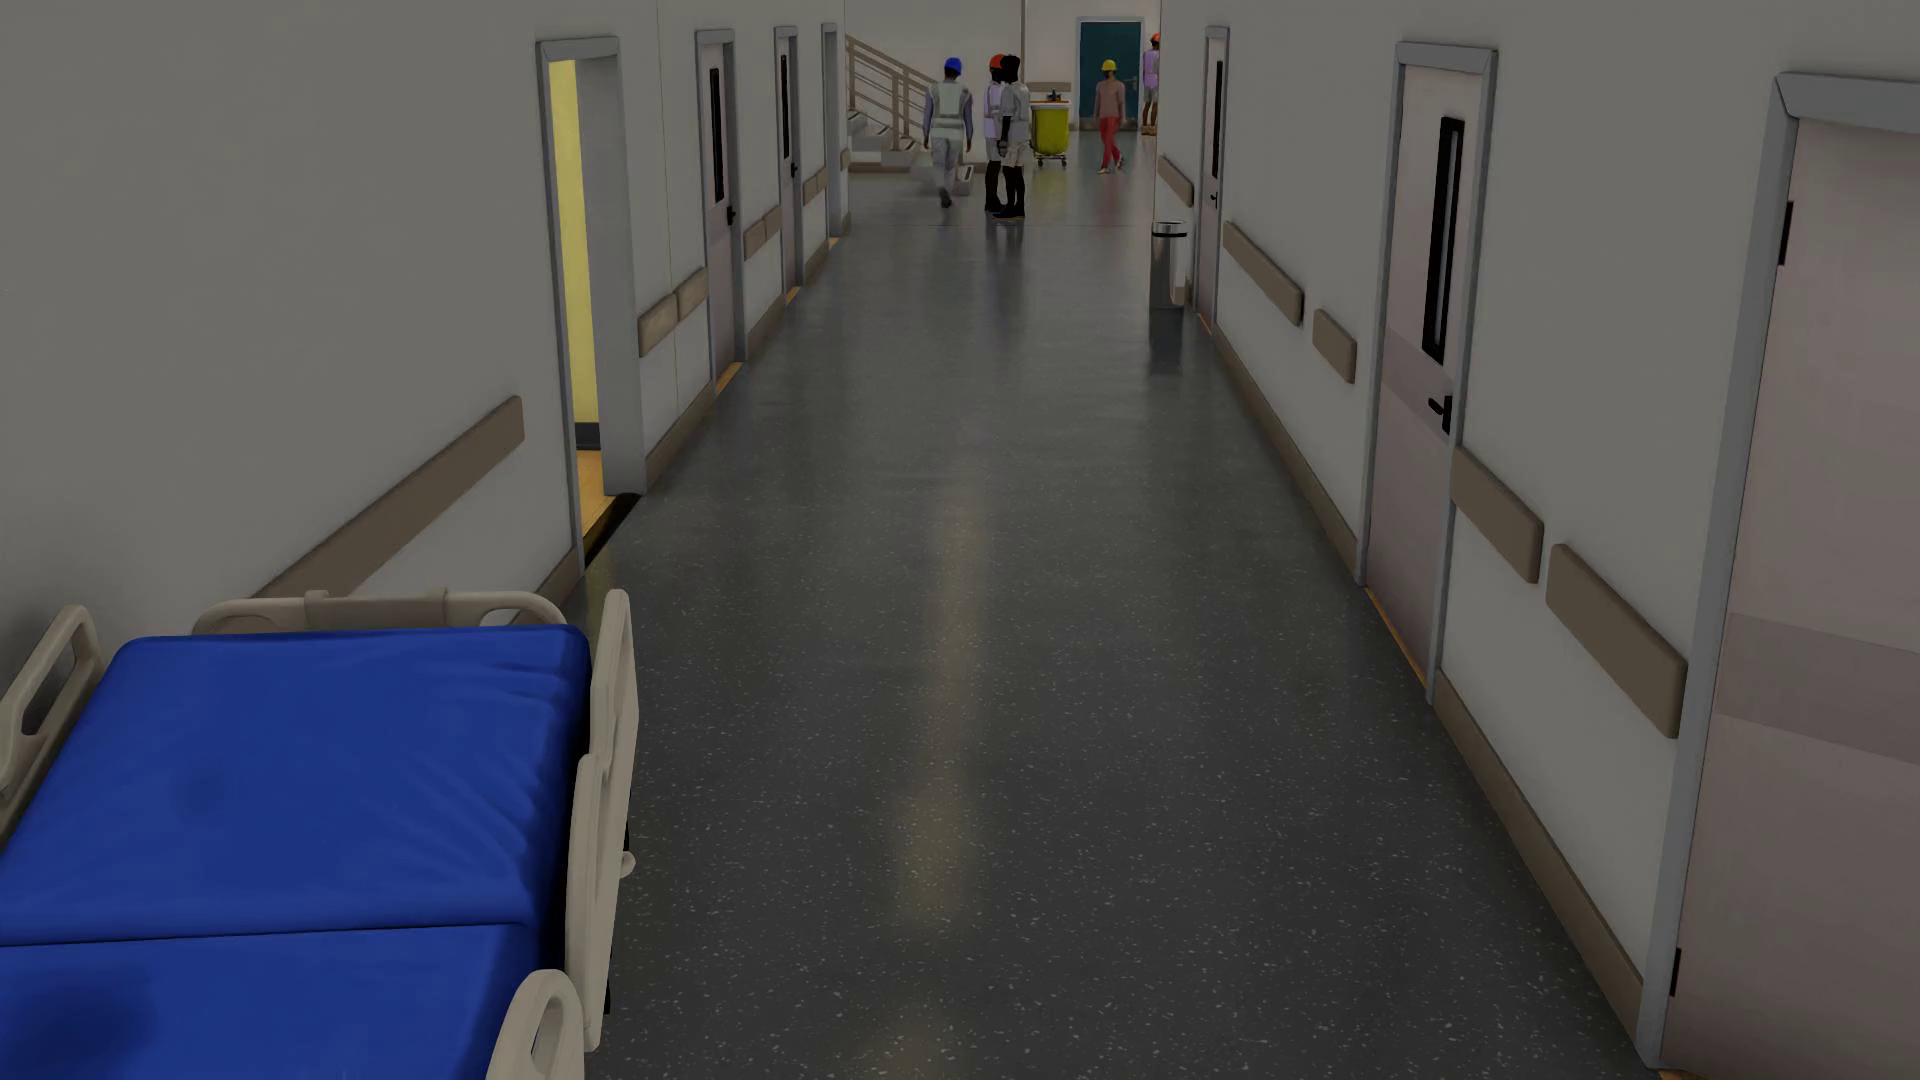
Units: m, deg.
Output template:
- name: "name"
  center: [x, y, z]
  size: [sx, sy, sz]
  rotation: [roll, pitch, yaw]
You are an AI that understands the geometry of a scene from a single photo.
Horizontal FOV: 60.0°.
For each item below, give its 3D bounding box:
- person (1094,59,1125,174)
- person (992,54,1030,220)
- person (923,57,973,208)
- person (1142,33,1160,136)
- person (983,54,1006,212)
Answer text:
- name: "person"
  center: [2.371, -6.633, 26.040]
  size: [0.534, 1.740, 0.811]
  rotation: [14, 22, 37]
- name: "person"
  center: [0.634, -4.861, 20.124]
  size: [0.388, 1.951, 0.619]
  rotation: [8, 19, 23]
- name: "person"
  center: [-0.150, -5.128, 21.060]
  size: [0.647, 1.899, 0.798]
  rotation: [-2, 18, -5]
- name: "person"
  center: [3.953, -9.238, 33.756]
  size: [0.408, 2.029, 0.611]
  rotation: [-12, 21, -34]
- name: "person"
  center: [0.475, -5.098, 20.888]
  size: [0.361, 1.935, 0.544]
  rotation: [-3, 18, -8]
